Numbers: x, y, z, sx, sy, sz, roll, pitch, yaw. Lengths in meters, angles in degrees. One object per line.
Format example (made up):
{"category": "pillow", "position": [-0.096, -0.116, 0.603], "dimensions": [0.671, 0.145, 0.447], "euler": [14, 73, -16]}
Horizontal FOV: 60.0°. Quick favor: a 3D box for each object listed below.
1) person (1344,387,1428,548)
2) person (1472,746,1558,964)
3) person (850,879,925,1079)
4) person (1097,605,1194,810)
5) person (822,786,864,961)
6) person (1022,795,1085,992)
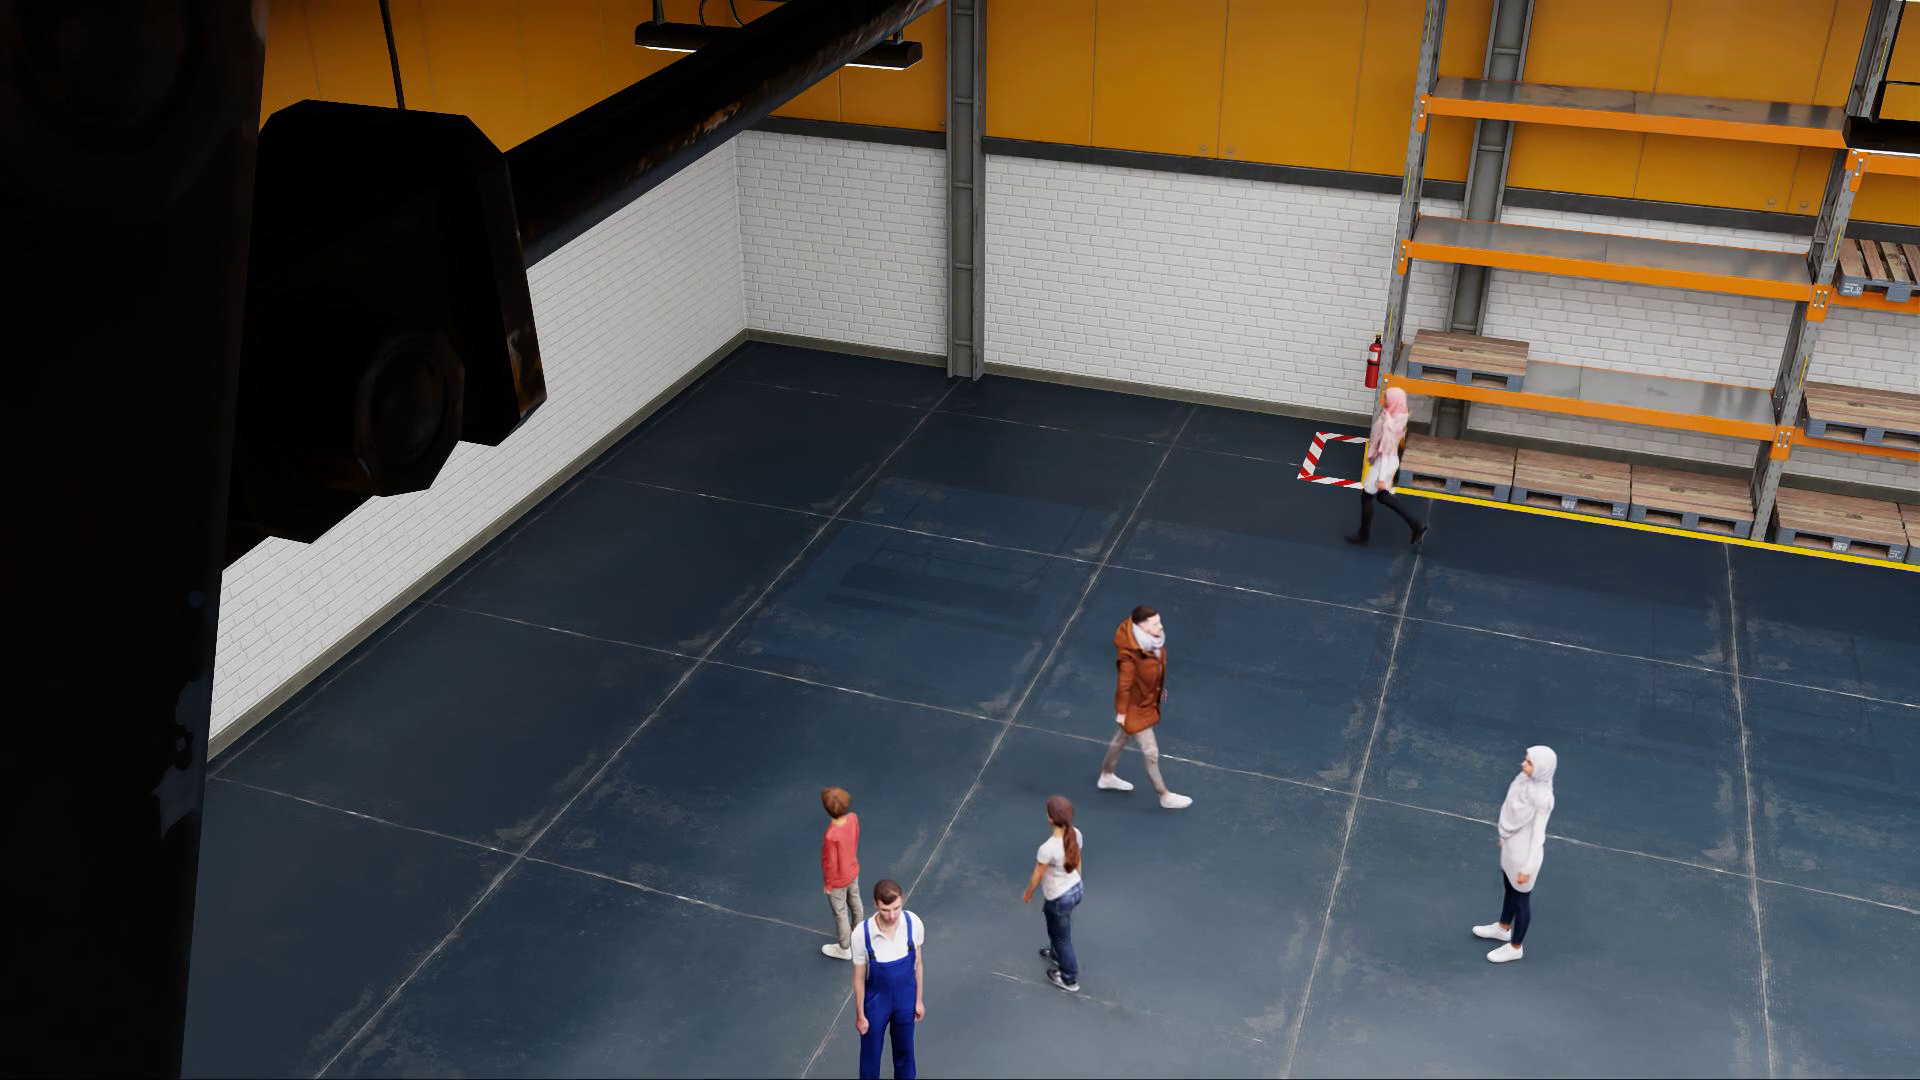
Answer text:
{"category": "person", "position": [4.388, -0.692, 16.834], "dimensions": [1.063, 1.783, 0.708], "euler": [13, 31, 23]}
{"category": "person", "position": [3.925, 2.174, 11.590], "dimensions": [0.646, 1.775, 0.674], "euler": [0, 29, 0]}
{"category": "person", "position": [-0.441, 2.831, 10.306], "dimensions": [0.707, 1.851, 0.777], "euler": [-11, 30, -19]}
{"category": "person", "position": [1.317, 1.296, 13.174], "dimensions": [1.037, 1.798, 0.740], "euler": [8, 30, 13]}
{"category": "person", "position": [-0.820, 2.326, 11.683], "dimensions": [0.515, 1.418, 0.545], "euler": [15, 32, 26]}
{"category": "person", "position": [0.740, 2.443, 11.335], "dimensions": [0.744, 1.547, 0.649], "euler": [23, 36, 36]}
